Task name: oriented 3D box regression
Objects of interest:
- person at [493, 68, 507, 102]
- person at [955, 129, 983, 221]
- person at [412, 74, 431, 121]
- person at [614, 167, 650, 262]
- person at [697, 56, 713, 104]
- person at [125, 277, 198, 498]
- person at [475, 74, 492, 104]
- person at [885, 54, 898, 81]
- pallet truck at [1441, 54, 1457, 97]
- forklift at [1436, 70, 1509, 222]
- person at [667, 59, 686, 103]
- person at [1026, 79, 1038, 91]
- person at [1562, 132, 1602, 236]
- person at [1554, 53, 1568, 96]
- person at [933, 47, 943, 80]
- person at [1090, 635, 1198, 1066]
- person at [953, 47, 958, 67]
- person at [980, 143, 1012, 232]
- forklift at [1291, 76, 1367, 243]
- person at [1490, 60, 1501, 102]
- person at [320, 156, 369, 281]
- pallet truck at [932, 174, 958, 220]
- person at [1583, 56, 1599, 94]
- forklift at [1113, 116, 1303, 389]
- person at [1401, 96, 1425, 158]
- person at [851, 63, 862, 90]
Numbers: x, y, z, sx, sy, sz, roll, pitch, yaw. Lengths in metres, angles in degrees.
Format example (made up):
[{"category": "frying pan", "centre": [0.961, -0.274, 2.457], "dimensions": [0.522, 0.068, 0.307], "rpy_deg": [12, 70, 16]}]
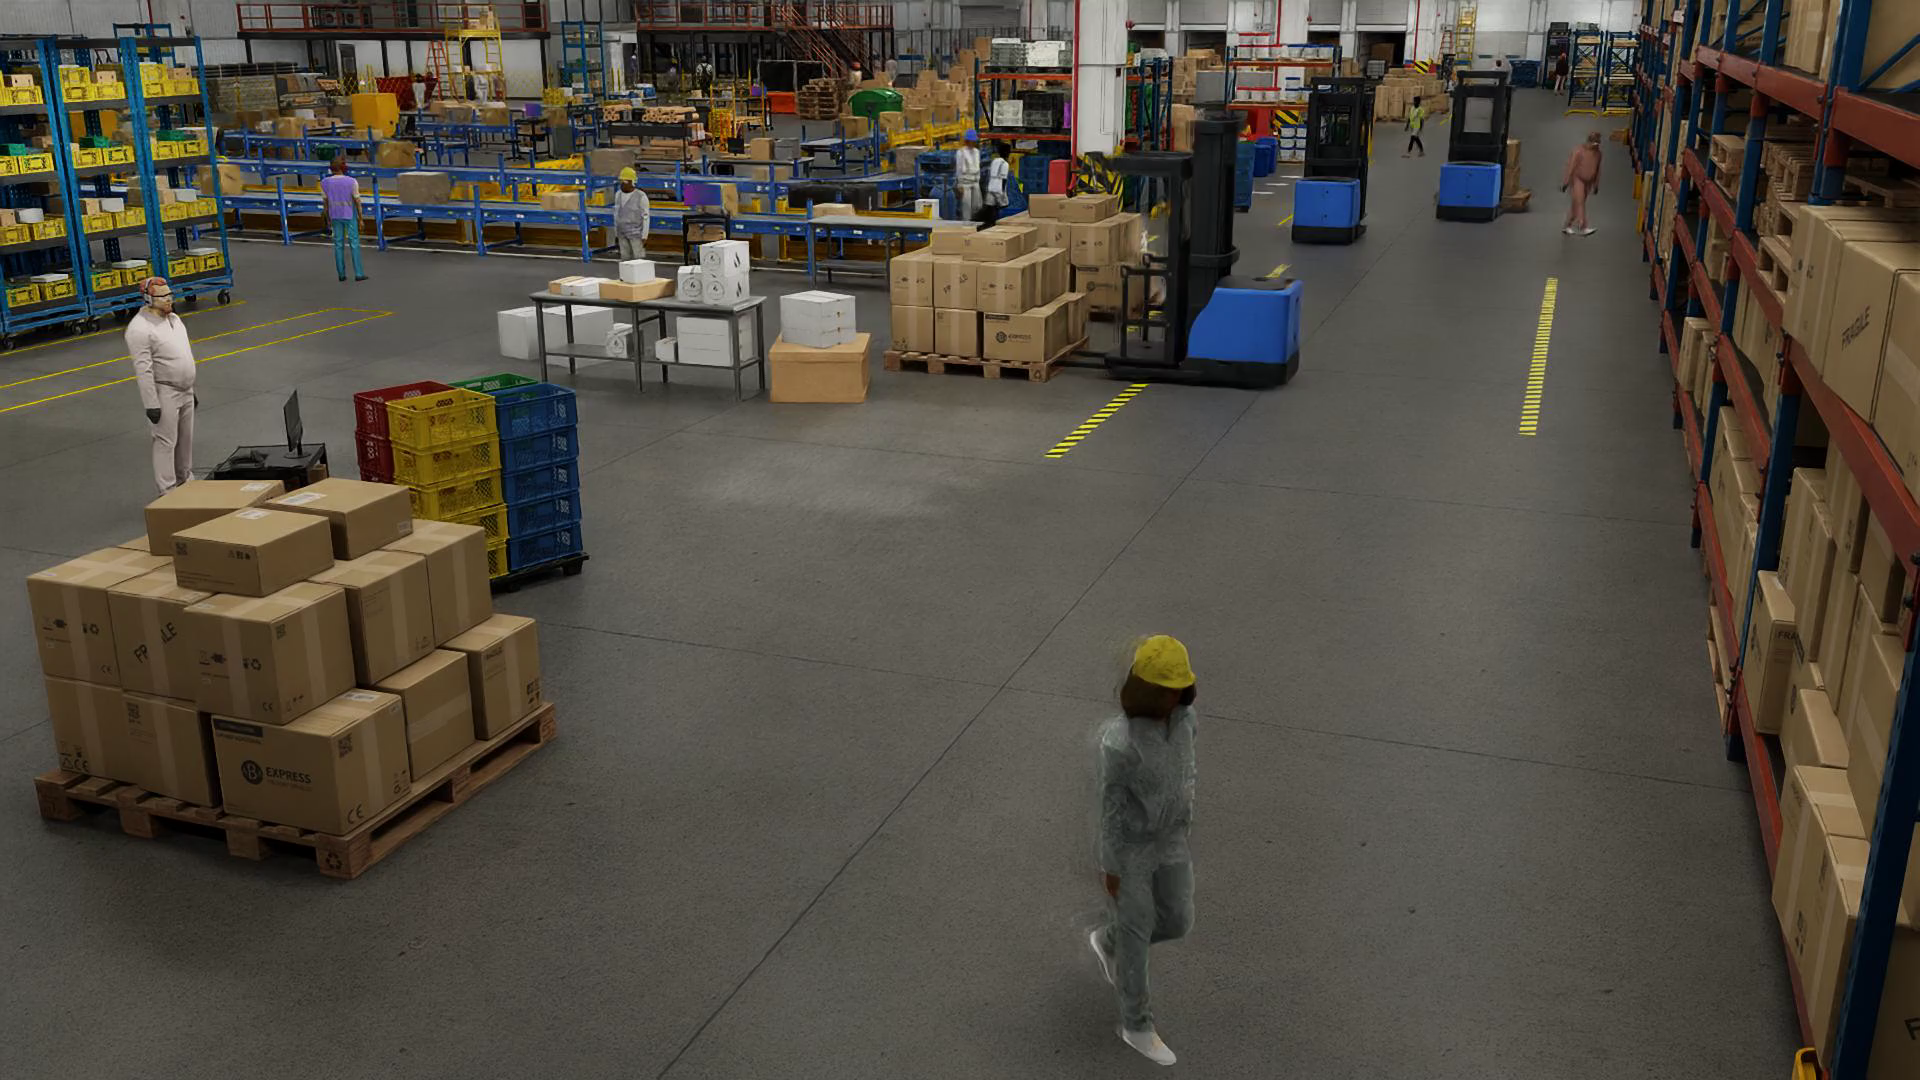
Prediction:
[{"category": "person", "centre": [-18.136, -17.712, 65.636], "dimensions": [0.521, 1.759, 0.347], "rpy_deg": [-2, 18, -6]}, {"category": "person", "centre": [0.165, -6.320, 29.558], "dimensions": [0.448, 1.930, 0.599], "rpy_deg": [17, 24, 42]}, {"category": "person", "centre": [-18.681, -15.251, 57.785], "dimensions": [0.871, 1.833, 0.535], "rpy_deg": [13, 22, 36]}, {"category": "person", "centre": [-4.633, -4.307, 23.381], "dimensions": [0.588, 1.837, 0.403], "rpy_deg": [10, 20, 28]}, {"category": "person", "centre": [-11.185, -20.182, 72.931], "dimensions": [0.672, 2.000, 0.536], "rpy_deg": [-3, 18, -10]}, {"category": "person", "centre": [-6.350, -1.164, 13.394], "dimensions": [0.409, 1.907, 0.651], "rpy_deg": [1, 18, 4]}, {"category": "person", "centre": [-18.614, -17.530, 64.894], "dimensions": [0.537, 1.856, 0.603], "rpy_deg": [15, 23, 40]}, {"category": "person", "centre": [-3.334, -22.654, 80.888], "dimensions": [0.624, 1.926, 0.704], "rpy_deg": [2, 18, 6]}, {"category": "pallet truck", "centre": [22.765, -21.886, 78.355], "dimensions": [0.823, 1.965, 1.885], "rpy_deg": [-4, 18, -14]}, {"category": "forklift", "centre": [10.029, -7.692, 32.324], "dimensions": [1.129, 2.768, 1.873], "rpy_deg": [7, 19, 22]}, {"category": "person", "centre": [-12.560, -20.273, 73.472], "dimensions": [0.987, 1.873, 0.601], "rpy_deg": [1, 18, 3]}, {"category": "person", "centre": [3.090, -20.037, 72.595], "dimensions": [1.012, 1.985, 0.645], "rpy_deg": [-8, 19, -25]}, {"category": "person", "centre": [11.264, -6.397, 29.954], "dimensions": [0.712, 1.834, 0.996], "rpy_deg": [-8, 19, -24]}, {"category": "person", "centre": [28.831, -22.308, 79.686], "dimensions": [0.623, 1.992, 0.397], "rpy_deg": [-3, 18, -9]}, {"category": "person", "centre": [-1.350, -27.784, 97.038], "dimensions": [0.629, 1.916, 0.721], "rpy_deg": [-8, 19, -24]}, {"category": "person", "centre": [0.681, 1.149, 6.413], "dimensions": [0.489, 1.734, 0.508], "rpy_deg": [-14, 22, -36]}, {"category": "person", "centre": [-0.169, -26.350, 92.394], "dimensions": [0.622, 1.987, 0.395], "rpy_deg": [10, 20, 28]}, {"category": "person", "centre": [0.613, -6.290, 29.907], "dimensions": [0.640, 1.656, 0.547], "rpy_deg": [-11, 21, -31]}, {"category": "forklift", "centre": [6.598, -6.755, 29.381], "dimensions": [1.129, 2.768, 1.873], "rpy_deg": [6, 19, 19]}, {"category": "person", "centre": [23.855, -20.413, 74.004], "dimensions": [0.431, 1.834, 0.633], "rpy_deg": [3, 18, 9]}, {"category": "person", "centre": [-9.231, -4.799, 24.914], "dimensions": [0.566, 1.846, 0.389], "rpy_deg": [-1, 18, -2]}, {"category": "pallet truck", "centre": [-0.507, -5.292, 27.348], "dimensions": [0.653, 1.274, 1.630], "rpy_deg": [6, 19, 19]}, {"category": "person", "centre": [30.371, -22.332, 79.996], "dimensions": [0.753, 1.861, 0.592], "rpy_deg": [6, 19, 18]}, {"category": "forklift", "centre": [2.758, -3.163, 18.092], "dimensions": [1.873, 2.768, 1.129], "rpy_deg": [6, 19, 19]}, {"category": "person", "centre": [12.663, -11.458, 46.146], "dimensions": [0.874, 1.658, 0.528], "rpy_deg": [-6, 19, -19]}, {"category": "person", "centre": [-4.240, -18.774, 68.780], "dimensions": [0.555, 1.885, 1.027], "rpy_deg": [-12, 21, -32]}]
